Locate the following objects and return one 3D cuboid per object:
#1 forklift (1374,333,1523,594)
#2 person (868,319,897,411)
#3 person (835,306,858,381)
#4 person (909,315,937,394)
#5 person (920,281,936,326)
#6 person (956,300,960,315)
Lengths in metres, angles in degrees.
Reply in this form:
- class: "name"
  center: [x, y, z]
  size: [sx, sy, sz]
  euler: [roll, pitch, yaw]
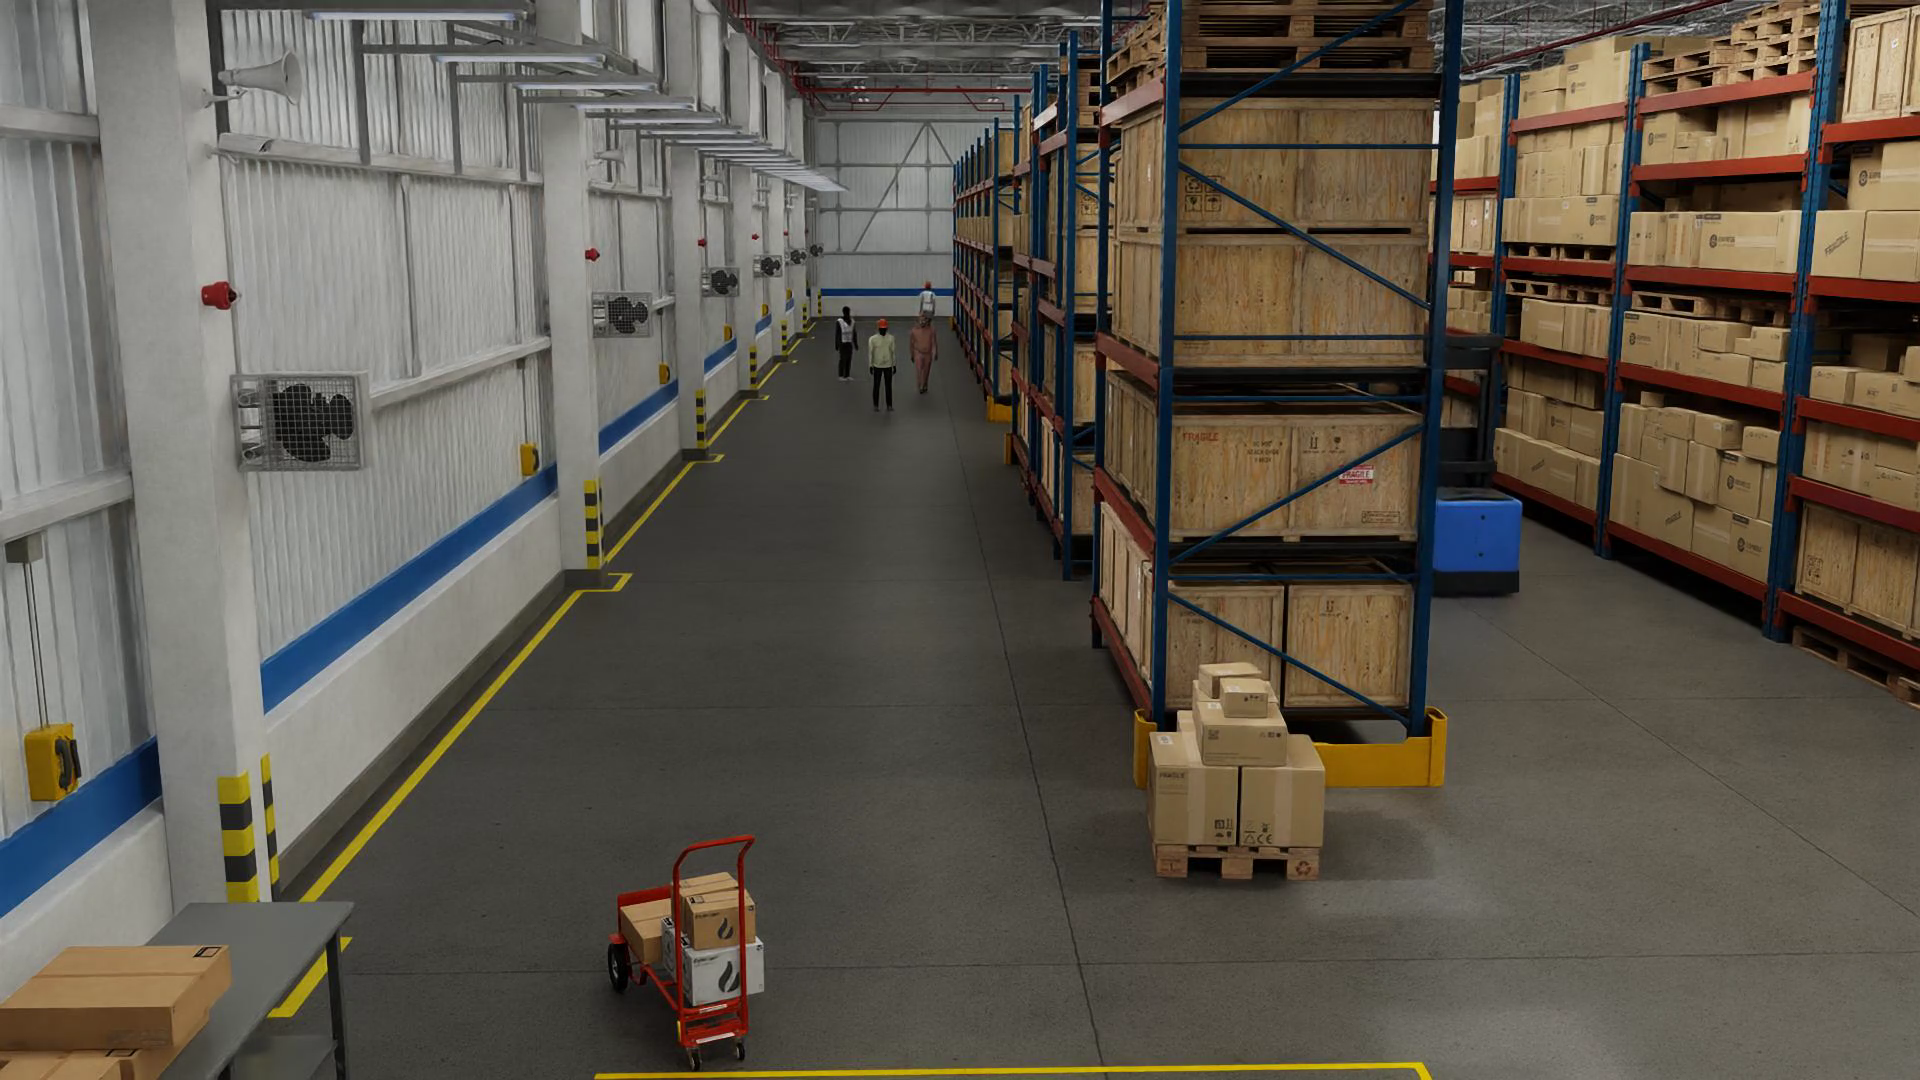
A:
- class: "forklift"
  center: [5.515, -0.915, 18.612]
  size: [1.129, 2.768, 1.873]
  euler: [0, 11, -2]
- class: "person"
  center: [-1.661, -3.755, 35.731]
  size: [0.617, 1.986, 0.409]
  euler: [-3, 11, -16]
- class: "person"
  center: [-2.915, -5.034, 42.595]
  size: [0.399, 1.904, 0.662]
  euler: [11, 15, 44]
- class: "person"
  center: [-0.875, -4.431, 39.537]
  size: [0.635, 1.870, 0.960]
  euler: [-2, 11, -12]
- class: "person"
  center: [-1.147, -8.256, 59.293]
  size: [0.574, 1.925, 0.457]
  euler: [1, 11, 5]
- class: "person"
  center: [0.075, -9.313, 65.260]
  size: [0.405, 1.737, 0.586]
  euler: [-4, 12, -22]
